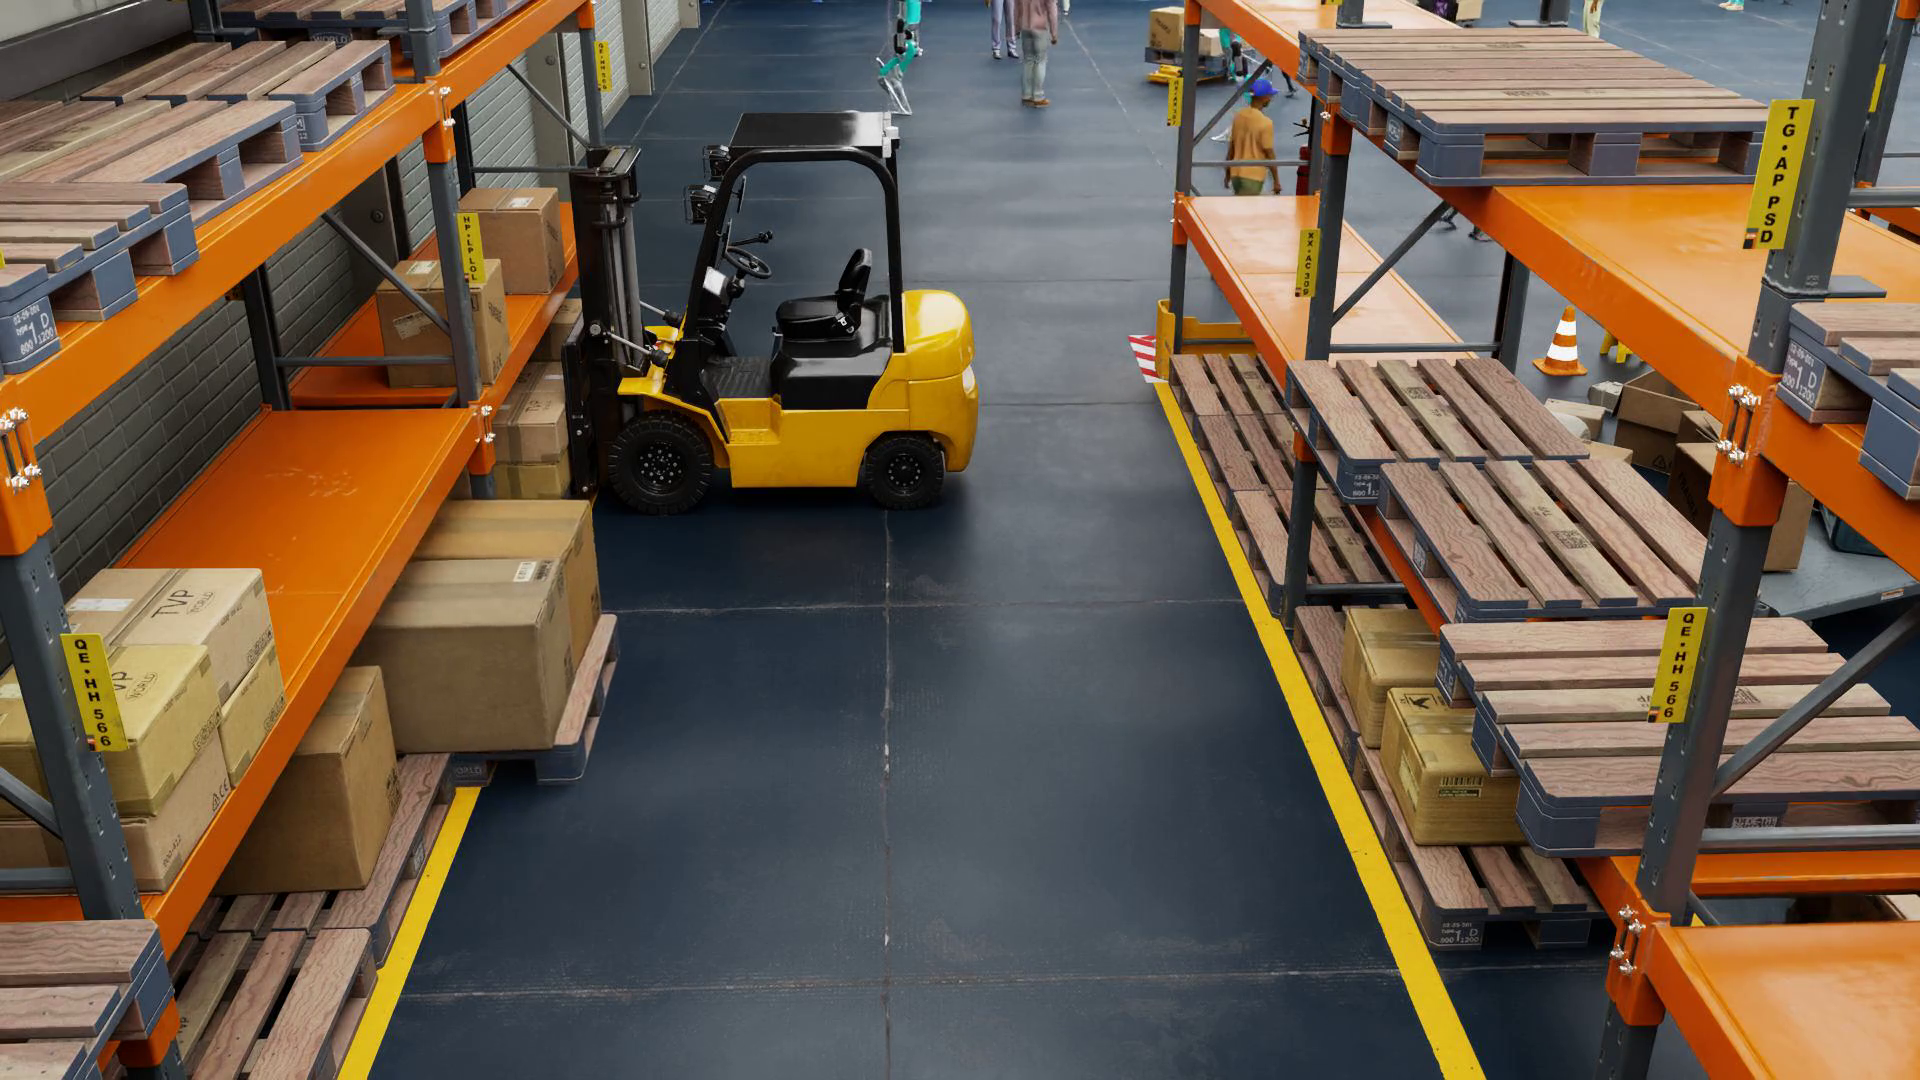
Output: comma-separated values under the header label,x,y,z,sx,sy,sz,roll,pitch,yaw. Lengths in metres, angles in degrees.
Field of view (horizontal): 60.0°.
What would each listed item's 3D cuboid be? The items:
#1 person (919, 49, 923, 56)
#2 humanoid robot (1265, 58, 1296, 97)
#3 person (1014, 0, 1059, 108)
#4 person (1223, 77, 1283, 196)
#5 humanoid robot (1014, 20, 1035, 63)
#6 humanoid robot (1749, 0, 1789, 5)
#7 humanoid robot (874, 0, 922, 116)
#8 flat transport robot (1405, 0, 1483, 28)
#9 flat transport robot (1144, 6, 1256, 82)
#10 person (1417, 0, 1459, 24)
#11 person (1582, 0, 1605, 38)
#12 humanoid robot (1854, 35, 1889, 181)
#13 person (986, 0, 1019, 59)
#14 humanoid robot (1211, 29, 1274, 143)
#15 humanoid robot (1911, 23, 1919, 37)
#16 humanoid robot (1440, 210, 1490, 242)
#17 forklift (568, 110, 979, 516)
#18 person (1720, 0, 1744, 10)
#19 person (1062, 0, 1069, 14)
label,x,y,z,sx,sy,sz,roll,pitch,yaw
person,-0.755,-8.211,24.785,0.376,1.899,0.545,1,25,3
humanoid robot,4.211,-6.674,21.780,0.398,1.637,0.602,-16,30,-30
person,0.953,-6.451,21.035,0.654,1.919,0.380,20,32,35
person,2.521,-3.094,14.212,0.897,1.668,0.483,-15,29,-29
humanoid robot,1.051,-7.598,23.759,0.610,1.645,0.411,-11,27,-22
humanoid robot,14.735,-10.510,29.980,0.600,1.651,0.756,-23,34,-40
humanoid robot,-0.788,-6.081,20.516,0.662,1.843,0.539,11,27,22
flat transport robot,7.302,-7.846,25.918,1.431,0.231,0.659,-16,30,-30
flat transport robot,3.312,-6.546,23.166,0.659,0.231,1.431,22,33,39
person,5.656,-5.906,20.011,0.546,1.822,0.897,-1,25,-2
person,8.999,-7.646,23.598,0.407,1.892,0.531,4,26,9
humanoid robot,8.909,-4.137,16.413,0.361,1.653,0.600,-8,26,-17
person,0.625,-8.031,24.487,0.564,1.831,0.414,-11,27,-21
humanoid robot,3.319,-5.397,19.035,0.901,1.731,0.545,-2,25,-5
humanoid robot,15.162,-8.818,26.353,0.480,1.631,0.611,10,27,21
humanoid robot,4.757,-3.610,15.360,0.594,1.654,0.655,-13,28,-25
forklift,-1.043,-1.379,9.976,2.313,2.155,1.214,-1,25,-2
person,13.772,-10.310,29.213,0.376,1.914,0.489,2,25,5
person,1.697,-9.980,28.697,0.562,1.752,0.325,-3,25,-6
